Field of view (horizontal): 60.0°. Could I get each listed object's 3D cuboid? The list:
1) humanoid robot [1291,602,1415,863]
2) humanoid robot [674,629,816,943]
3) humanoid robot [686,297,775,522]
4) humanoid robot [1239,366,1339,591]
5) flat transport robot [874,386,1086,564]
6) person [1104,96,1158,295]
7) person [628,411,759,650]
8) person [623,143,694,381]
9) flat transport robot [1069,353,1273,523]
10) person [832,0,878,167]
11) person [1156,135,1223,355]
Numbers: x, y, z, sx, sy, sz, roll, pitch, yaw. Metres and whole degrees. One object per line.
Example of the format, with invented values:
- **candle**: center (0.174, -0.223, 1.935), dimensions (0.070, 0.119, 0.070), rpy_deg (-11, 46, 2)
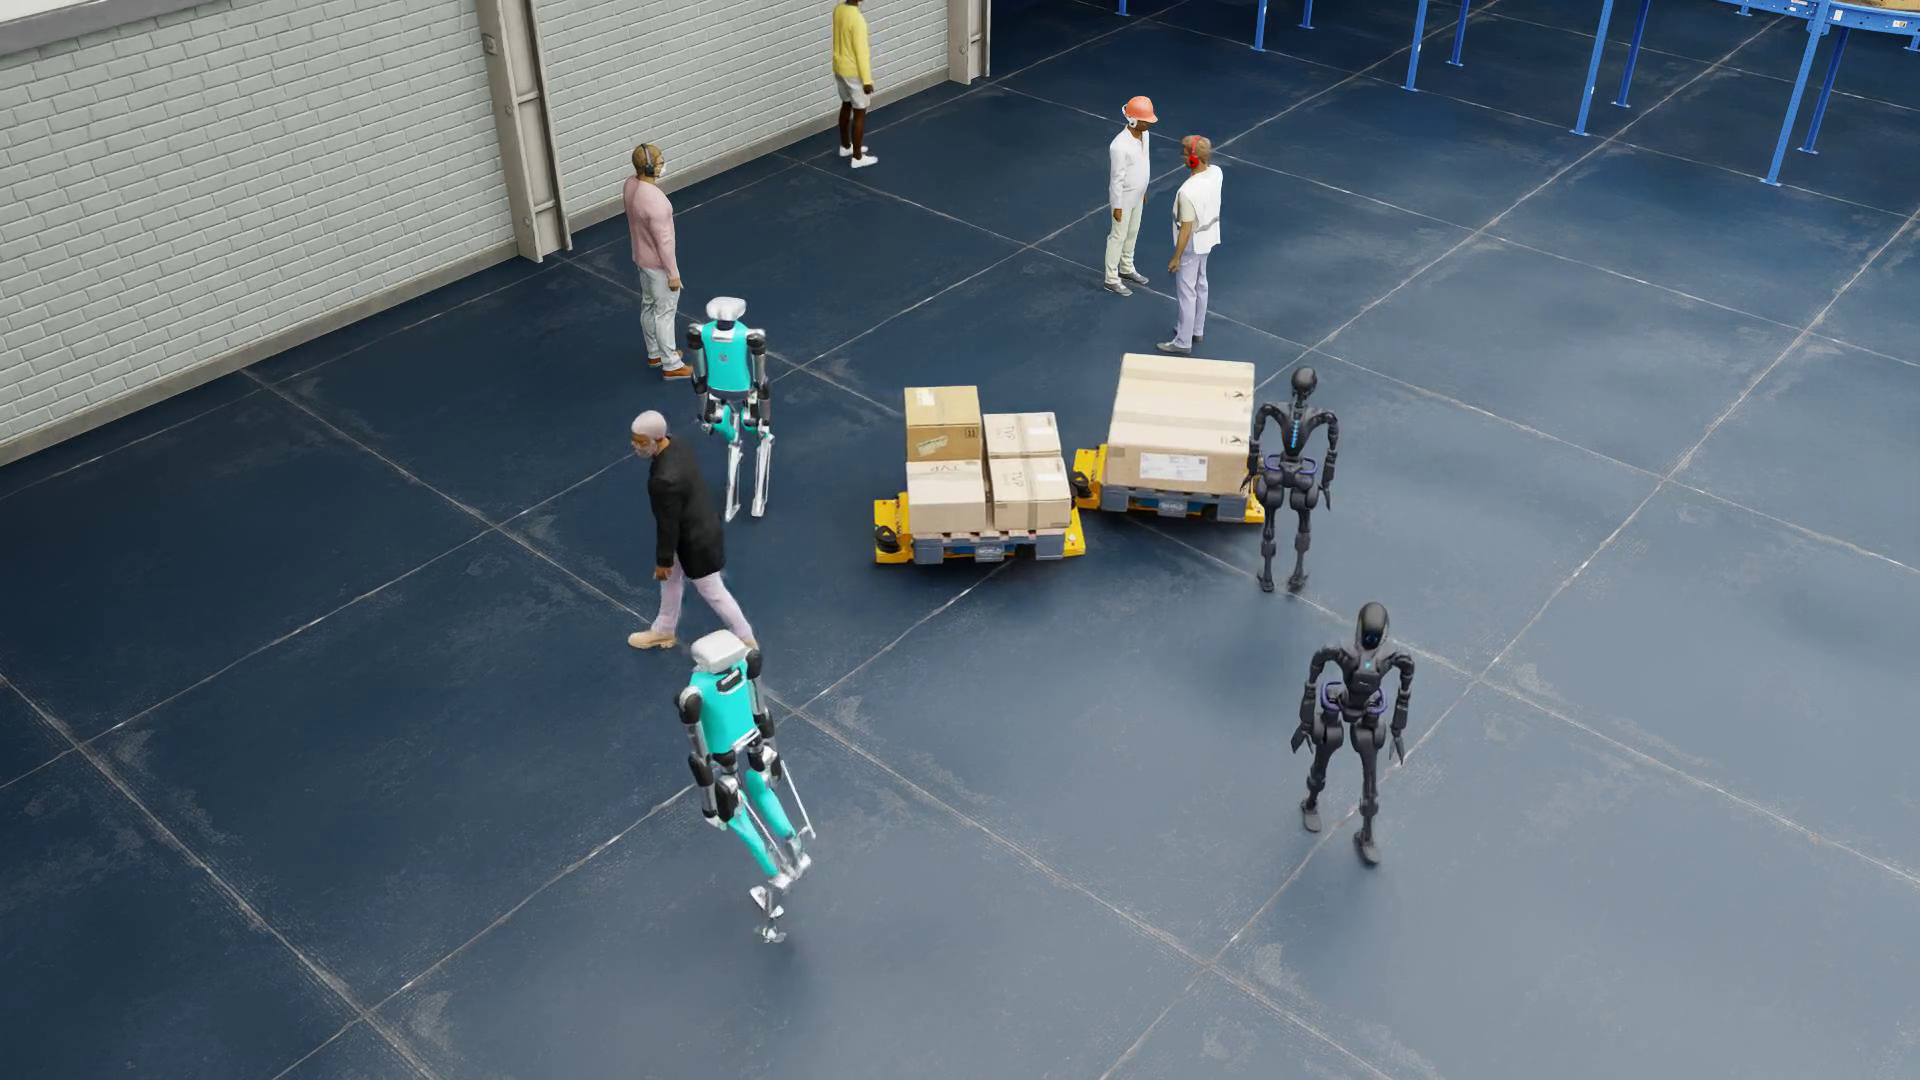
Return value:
- **humanoid robot**: center (2.080, 0.969, 8.821), dimensions (0.599, 1.639, 0.463), rpy_deg (3, 36, 5)
- **humanoid robot**: center (-0.966, 1.317, 8.321), dimensions (0.732, 1.839, 0.530), rpy_deg (24, 42, 29)
- **humanoid robot**: center (-1.502, -0.946, 11.425), dimensions (0.538, 1.777, 0.688), rpy_deg (5, 36, 7)
- **humanoid robot**: center (2.109, -0.389, 10.717), dimensions (0.591, 1.656, 0.330), rpy_deg (8, 36, 11)
- **flat transport robot**: center (0.125, -0.121, 11.558), dimensions (1.431, 0.231, 0.659), rpy_deg (-2, 36, -3)
- **person**: center (1.475, -2.961, 14.274), dimensions (0.347, 1.743, 0.561), rpy_deg (20, 40, 26)
- **person**: center (-1.701, -0.010, 10.071), dimensions (0.920, 1.807, 0.562), rpy_deg (-3, 36, -5)
- **person**: center (-2.363, -2.173, 13.002), dimensions (0.373, 1.939, 0.629), rpy_deg (-20, 40, -26)
- **flat transport robot**: center (1.524, -0.430, 11.991), dimensions (1.431, 0.231, 0.659), rpy_deg (5, 36, 8)
- **person**: center (-1.059, -4.652, 16.524), dimensions (0.386, 1.895, 0.563), rpy_deg (-20, 40, -26)
- **person**: center (1.871, -2.356, 13.339), dimensions (0.390, 1.842, 0.566), rpy_deg (20, 40, 26)
